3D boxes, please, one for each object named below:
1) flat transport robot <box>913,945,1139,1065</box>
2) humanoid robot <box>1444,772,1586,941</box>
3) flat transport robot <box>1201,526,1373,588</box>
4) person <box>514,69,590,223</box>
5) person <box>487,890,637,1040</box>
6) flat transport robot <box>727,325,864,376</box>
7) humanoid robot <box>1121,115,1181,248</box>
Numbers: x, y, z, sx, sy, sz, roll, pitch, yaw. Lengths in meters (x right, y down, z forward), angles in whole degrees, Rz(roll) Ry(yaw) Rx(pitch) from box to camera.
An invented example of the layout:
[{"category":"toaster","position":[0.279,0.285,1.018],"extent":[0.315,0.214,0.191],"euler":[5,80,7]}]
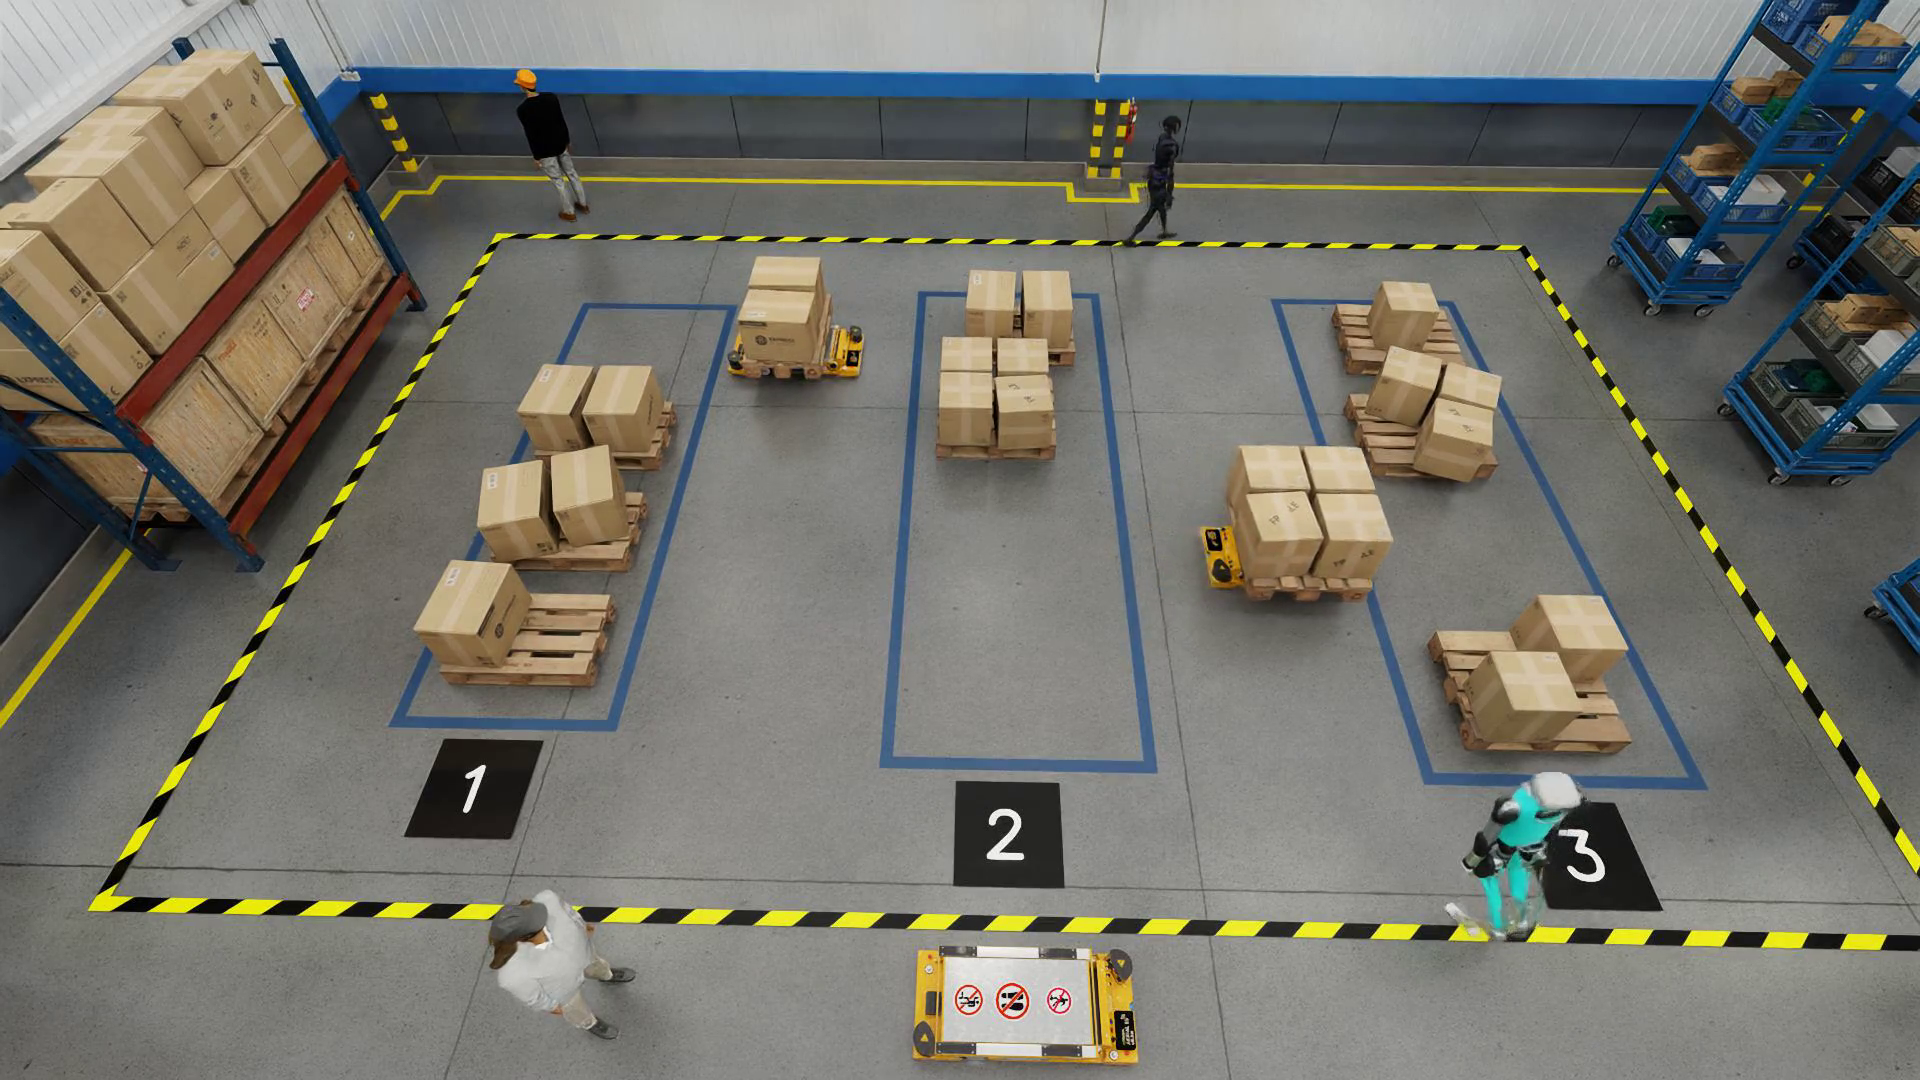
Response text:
[{"category":"flat transport robot","position":[0.422,3.041,6.007],"extent":[1.431,0.231,0.659],"euler":[1,51,1]},{"category":"humanoid robot","position":[3.520,2.168,5.792],"extent":[0.575,1.789,0.779],"euler":[-9,51,-7]},{"category":"flat transport robot","position":[2.980,0.127,8.364],"extent":[1.431,0.197,0.652],"euler":[1,51,1]},{"category":"person","position":[-5.108,-4.899,11.438],"extent":[0.375,1.882,0.590],"euler":[26,55,19]},{"category":"person","position":[-2.381,2.526,5.457],"extent":[0.395,1.769,0.564],"euler":[5,51,4]},{"category":"flat transport robot","position":[-1.818,-2.121,10.197],"extent":[1.431,0.197,0.652],"euler":[1,51,1]},{"category":"humanoid robot","position":[2.416,-4.347,11.152],"extent":[0.783,1.628,0.603],"euler":[-7,51,-5]}]
